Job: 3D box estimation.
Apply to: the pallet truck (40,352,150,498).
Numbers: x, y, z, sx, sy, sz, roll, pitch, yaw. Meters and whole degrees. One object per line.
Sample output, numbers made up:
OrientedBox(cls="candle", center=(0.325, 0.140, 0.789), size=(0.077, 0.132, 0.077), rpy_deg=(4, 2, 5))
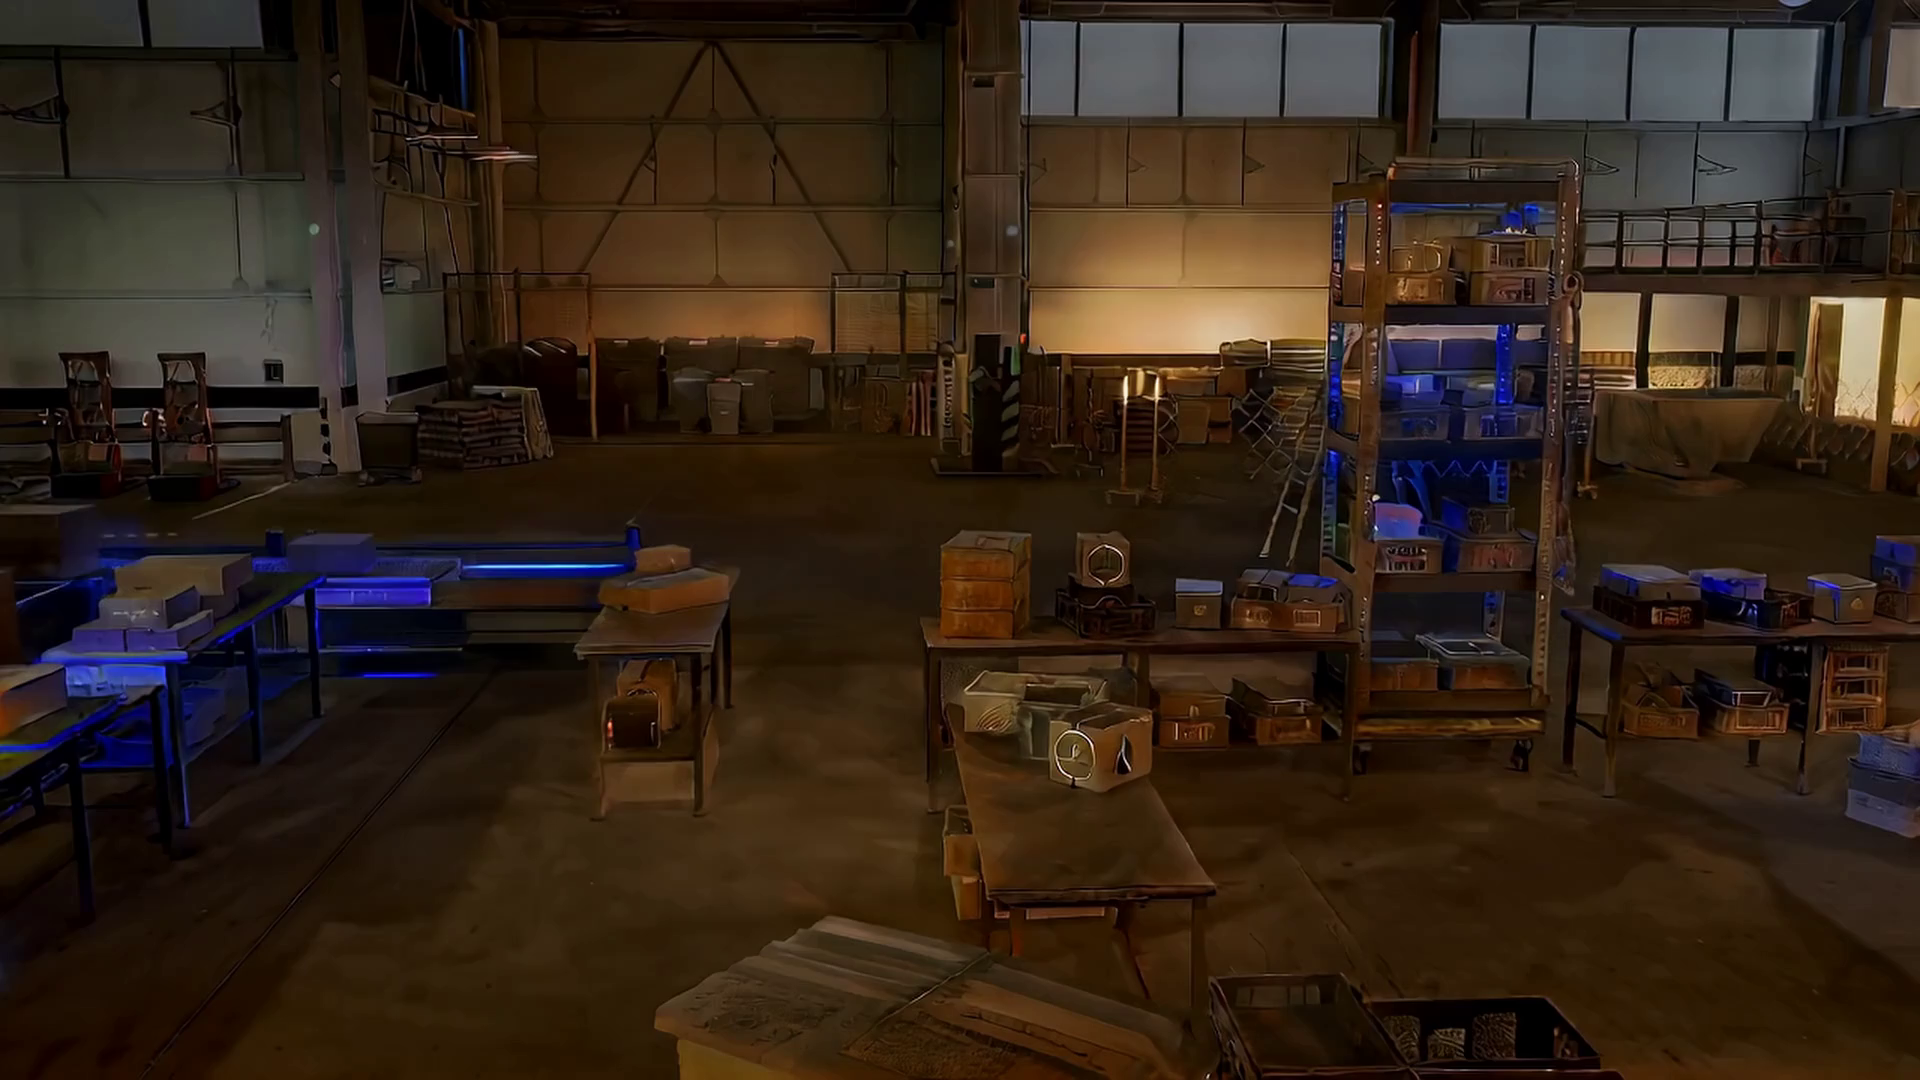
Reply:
OrientedBox(cls="pallet truck", center=(-11.907, -1.642, 23.165), size=(0.823, 1.965, 1.885), rpy_deg=(0, 9, 0))

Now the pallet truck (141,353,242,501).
OrientedBox(cls="pallet truck", center=(-10.520, -1.604, 22.925), size=(0.823, 1.965, 1.885), rpy_deg=(-1, 9, -6))

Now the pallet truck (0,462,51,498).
OrientedBox(cls="pallet truck", center=(-13.193, -1.293, 23.148), size=(0.653, 1.274, 1.630), rpy_deg=(-1, 9, -4))
